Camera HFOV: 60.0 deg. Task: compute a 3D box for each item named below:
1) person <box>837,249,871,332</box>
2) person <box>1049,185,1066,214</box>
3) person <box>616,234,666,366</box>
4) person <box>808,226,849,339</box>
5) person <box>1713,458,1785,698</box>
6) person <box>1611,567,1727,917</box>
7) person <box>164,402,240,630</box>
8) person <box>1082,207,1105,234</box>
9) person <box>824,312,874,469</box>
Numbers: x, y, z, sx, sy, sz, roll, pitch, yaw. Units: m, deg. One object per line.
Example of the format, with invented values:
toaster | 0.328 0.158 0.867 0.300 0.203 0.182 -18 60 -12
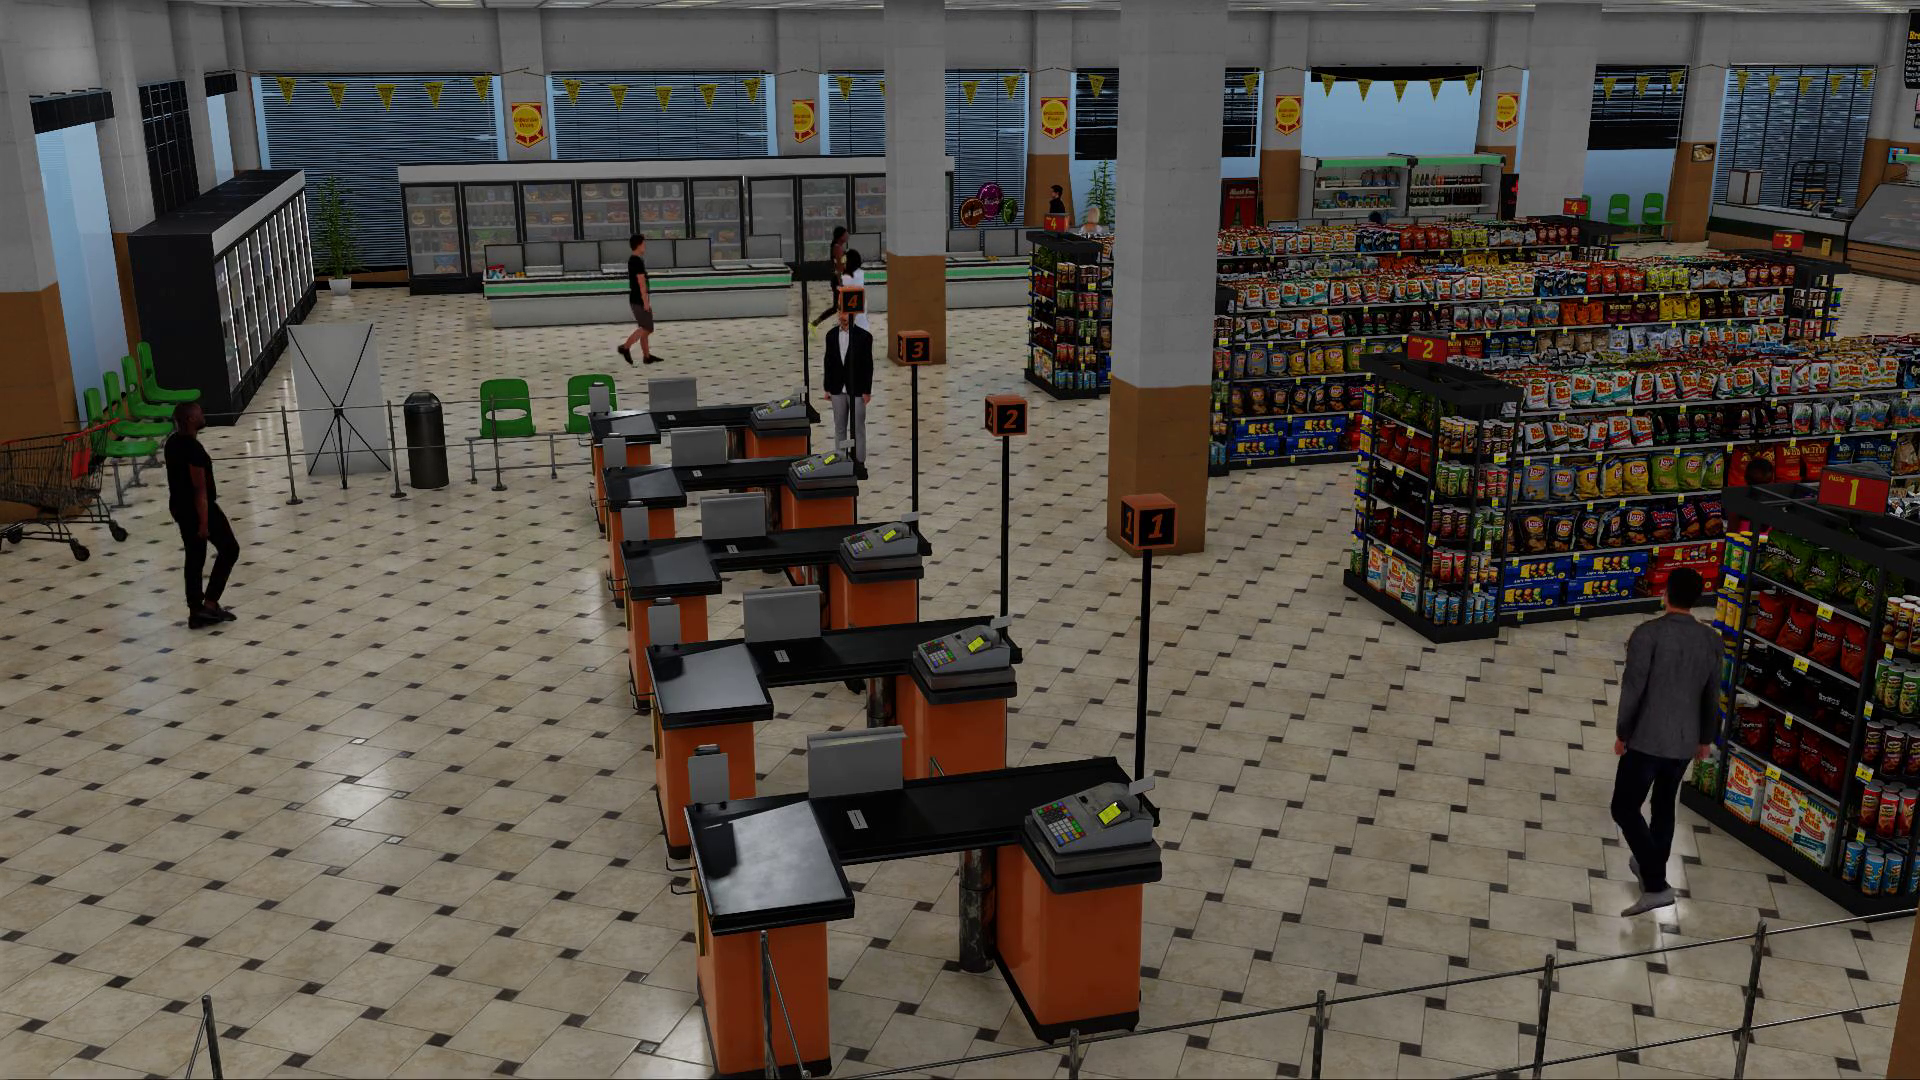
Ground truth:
person | -1.337 -2.963 22.209 0.960 1.806 0.902 10 20 30
person | 1.843 -5.769 31.393 0.636 1.840 0.744 -1 17 -3
person | -4.580 -3.369 23.466 0.939 1.853 0.734 -6 18 -19
person | -1.938 -3.901 25.430 1.119 1.728 0.756 0 17 0
person | 5.551 0.264 11.720 0.571 1.725 0.681 0 17 1
person | 3.738 1.089 8.799 0.931 1.845 0.846 -4 17 -14
person | -6.056 -0.171 13.012 0.804 1.808 0.843 14 22 38
person | 2.222 -4.761 28.240 0.674 1.741 0.737 7 18 21
person | -1.175 -1.649 17.617 0.748 1.959 0.858 6 18 18
